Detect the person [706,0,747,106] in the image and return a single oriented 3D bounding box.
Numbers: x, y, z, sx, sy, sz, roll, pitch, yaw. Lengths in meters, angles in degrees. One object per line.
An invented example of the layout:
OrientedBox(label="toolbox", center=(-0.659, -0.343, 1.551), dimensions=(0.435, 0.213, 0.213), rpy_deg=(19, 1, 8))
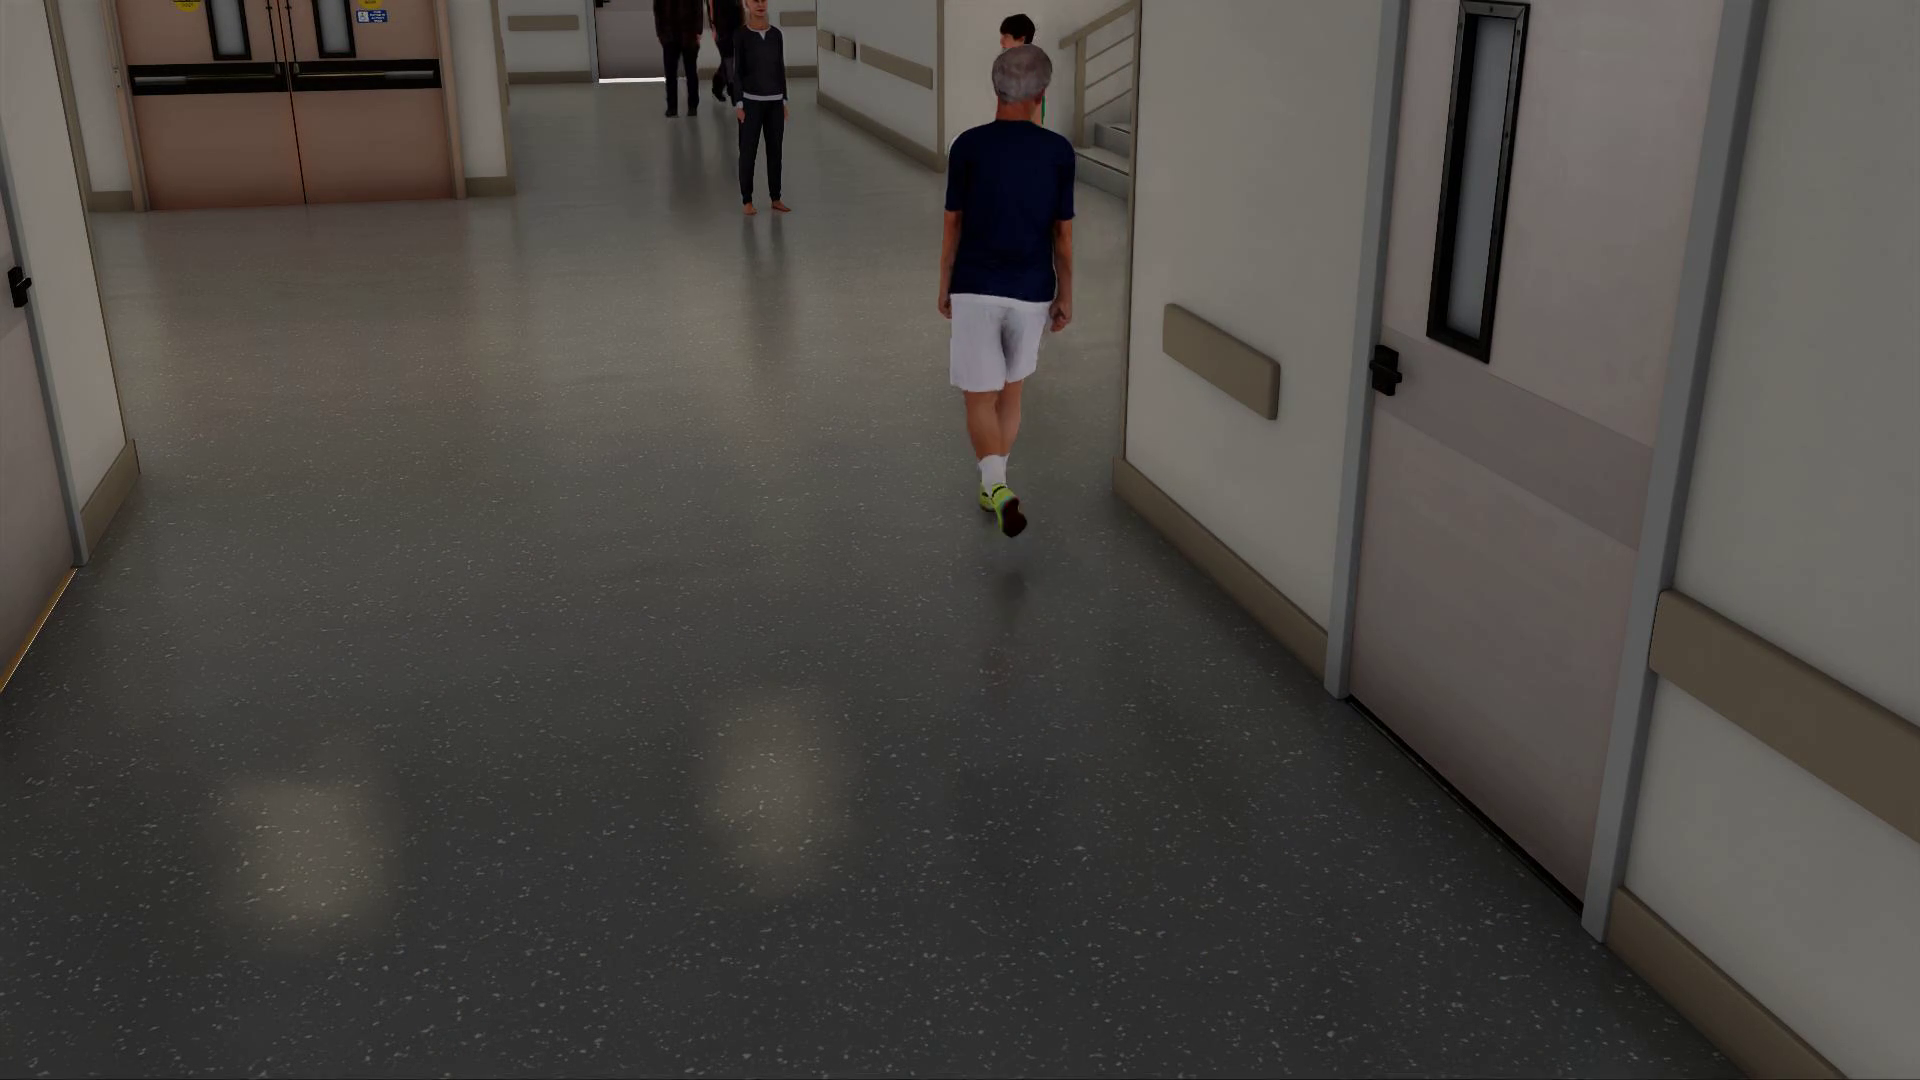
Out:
OrientedBox(label="person", center=(-2.894, -6.202, 20.197), dimensions=(1.183, 1.810, 1.002), rpy_deg=(-15, 26, -35))

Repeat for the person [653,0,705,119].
OrientedBox(label="person", center=(-3.170, -5.761, 19.026), dimensions=(1.009, 1.813, 0.996), rpy_deg=(1, 21, 2))

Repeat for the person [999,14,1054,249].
OrientedBox(label="person", center=(0.480, -2.596, 10.915), dimensions=(0.663, 1.640, 0.623), rpy_deg=(-8, 22, -20))

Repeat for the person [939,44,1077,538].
OrientedBox(label="person", center=(0.168, -0.866, 6.134), dimensions=(1.083, 1.792, 0.800), rpy_deg=(-4, 21, -10))

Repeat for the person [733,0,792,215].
OrientedBox(label="person", center=(-1.572, -3.471, 13.103), dimensions=(0.551, 1.727, 0.716), rpy_deg=(-12, 24, -29))
